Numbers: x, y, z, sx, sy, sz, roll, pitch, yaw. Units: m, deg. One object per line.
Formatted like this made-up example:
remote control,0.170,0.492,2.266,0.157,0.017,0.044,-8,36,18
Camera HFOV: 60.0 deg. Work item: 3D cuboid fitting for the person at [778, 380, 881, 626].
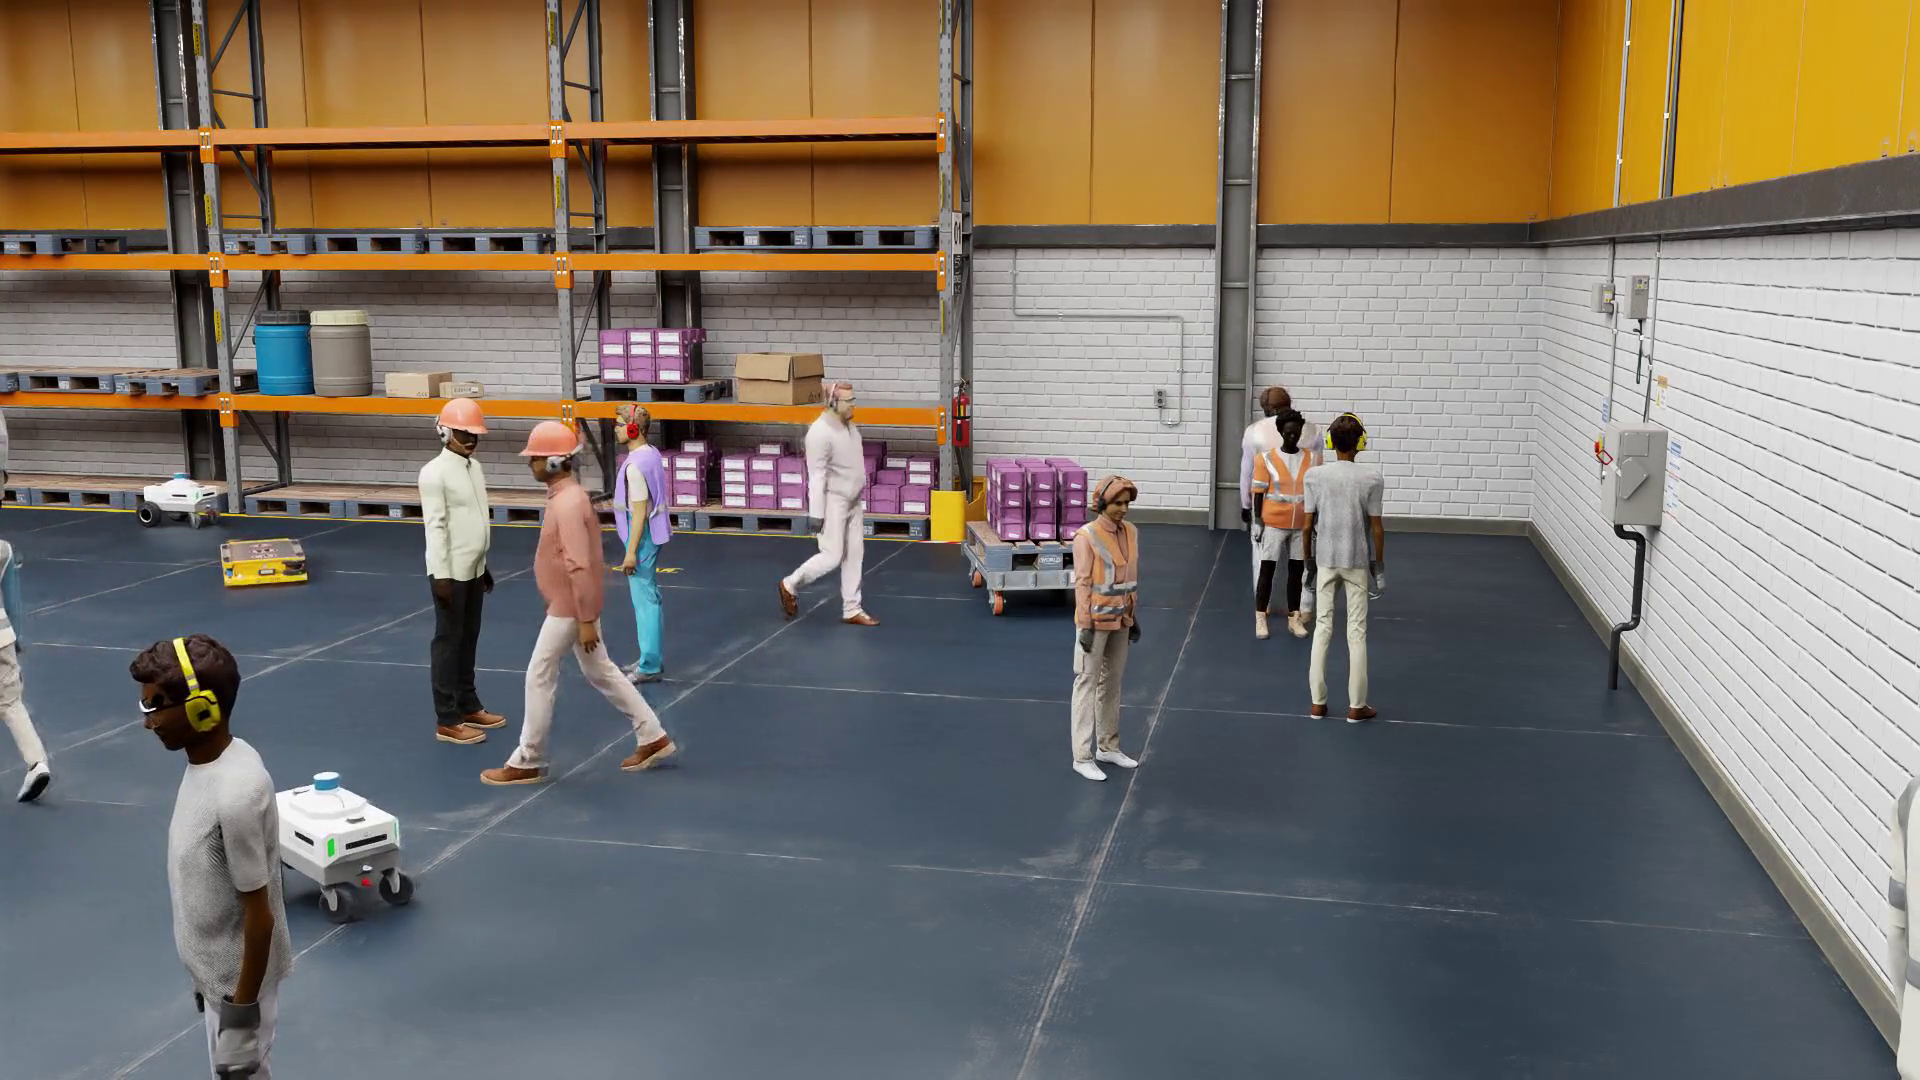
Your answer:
person,-0.993,-0.274,12.605,0.715,1.886,0.649,4,10,23

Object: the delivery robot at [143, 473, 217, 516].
delivery robot,-8.129,-0.460,17.345,0.707,0.478,0.477,3,10,14

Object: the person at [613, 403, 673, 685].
person,-2.088,0.025,10.929,0.389,1.846,0.567,-1,10,-3

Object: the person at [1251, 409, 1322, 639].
person,2.395,-0.115,12.199,0.539,1.695,0.319,-1,10,-9

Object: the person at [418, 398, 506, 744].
person,-2.886,0.170,9.654,0.392,1.988,0.608,1,10,9

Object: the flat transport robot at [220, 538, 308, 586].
flat transport robot,-6.163,0.176,14.692,0.652,0.197,1.431,-5,10,-24

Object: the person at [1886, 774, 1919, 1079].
person,2.214,1.170,3.559,0.365,2.048,0.608,0,10,-1

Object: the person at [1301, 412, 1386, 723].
person,2.312,0.166,10.021,0.513,1.876,0.328,5,11,25

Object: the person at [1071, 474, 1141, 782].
person,0.789,0.460,8.972,0.313,1.639,0.513,8,13,41

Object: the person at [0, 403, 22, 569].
person,-8.591,-0.669,14.691,0.364,1.962,0.611,-2,10,-9

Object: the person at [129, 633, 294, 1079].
person,-1.874,1.148,4.233,0.328,1.865,0.520,-6,11,-31

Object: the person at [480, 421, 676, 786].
person,-2.030,0.328,8.855,1.019,1.947,0.635,-2,10,-11

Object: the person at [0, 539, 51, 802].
person,-5.004,0.554,8.502,0.785,1.605,0.523,6,11,30

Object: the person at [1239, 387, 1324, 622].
person,2.474,-0.278,12.893,0.633,1.808,0.561,1,10,5

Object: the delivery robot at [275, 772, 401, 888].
delivery robot,-2.731,1.252,7.208,0.707,0.478,0.477,9,13,44
